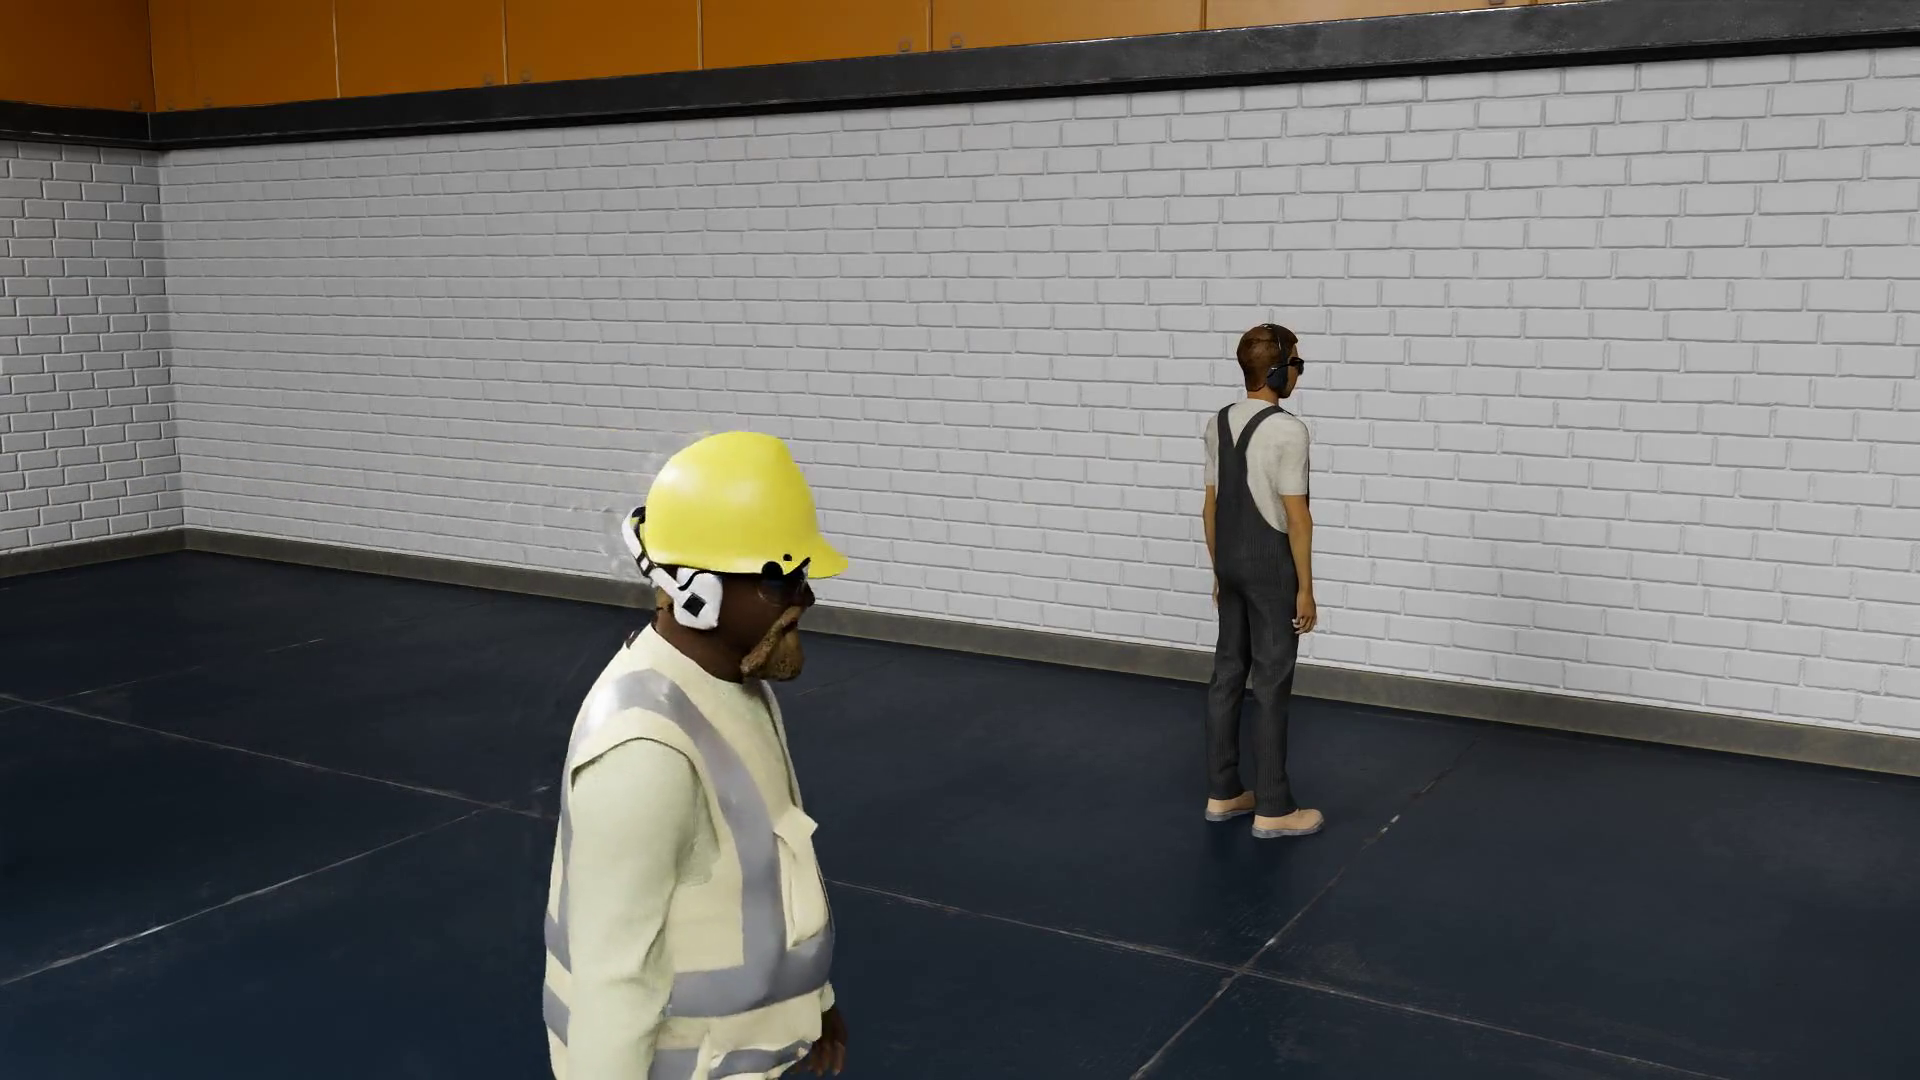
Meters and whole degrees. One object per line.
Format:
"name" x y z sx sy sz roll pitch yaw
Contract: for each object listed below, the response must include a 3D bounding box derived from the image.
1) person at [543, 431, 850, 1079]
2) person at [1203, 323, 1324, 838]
"person" -0.294 0.743 2.420 0.741 1.798 0.611 0 9 -2
"person" 1.089 0.146 6.016 0.344 1.847 0.504 -6 11 -33
